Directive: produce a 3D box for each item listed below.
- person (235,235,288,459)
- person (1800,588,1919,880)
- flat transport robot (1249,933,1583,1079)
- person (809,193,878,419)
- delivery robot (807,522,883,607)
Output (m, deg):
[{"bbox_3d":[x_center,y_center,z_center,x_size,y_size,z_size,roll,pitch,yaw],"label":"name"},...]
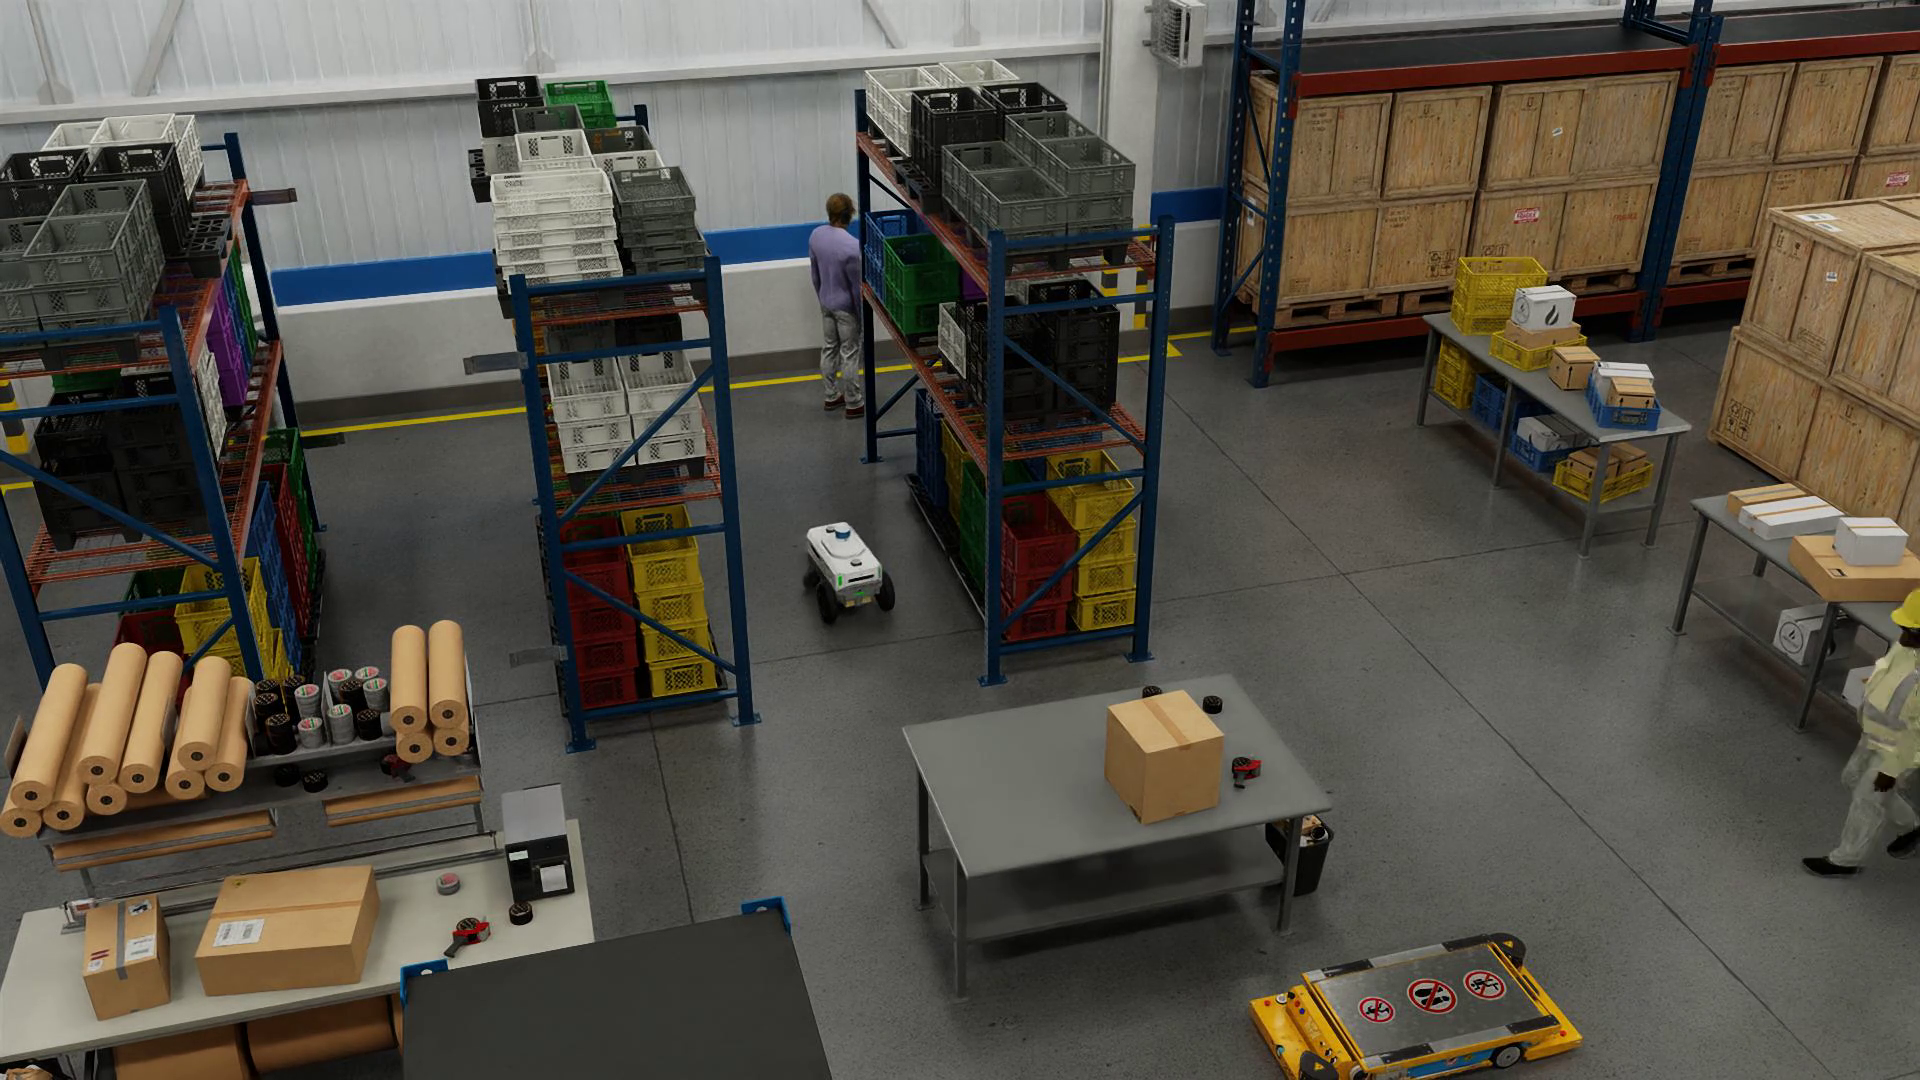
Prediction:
[{"bbox_3d":[-5.695,-1.573,13.339,0.343,1.881,0.583,19,34,30],"label":"person"},{"bbox_3d":[4.917,1.032,8.670,0.578,1.804,0.616,6,29,11],"label":"person"},{"bbox_3d":[2.184,2.282,7.980,1.431,0.197,0.652,-8,30,-14],"label":"flat transport robot"},{"bbox_3d":[-0.989,-1.970,13.999,0.630,1.940,0.373,26,38,38],"label":"person"},{"bbox_3d":[-0.803,0.131,11.508,0.477,0.478,0.707,-11,31,-20],"label":"delivery robot"}]
